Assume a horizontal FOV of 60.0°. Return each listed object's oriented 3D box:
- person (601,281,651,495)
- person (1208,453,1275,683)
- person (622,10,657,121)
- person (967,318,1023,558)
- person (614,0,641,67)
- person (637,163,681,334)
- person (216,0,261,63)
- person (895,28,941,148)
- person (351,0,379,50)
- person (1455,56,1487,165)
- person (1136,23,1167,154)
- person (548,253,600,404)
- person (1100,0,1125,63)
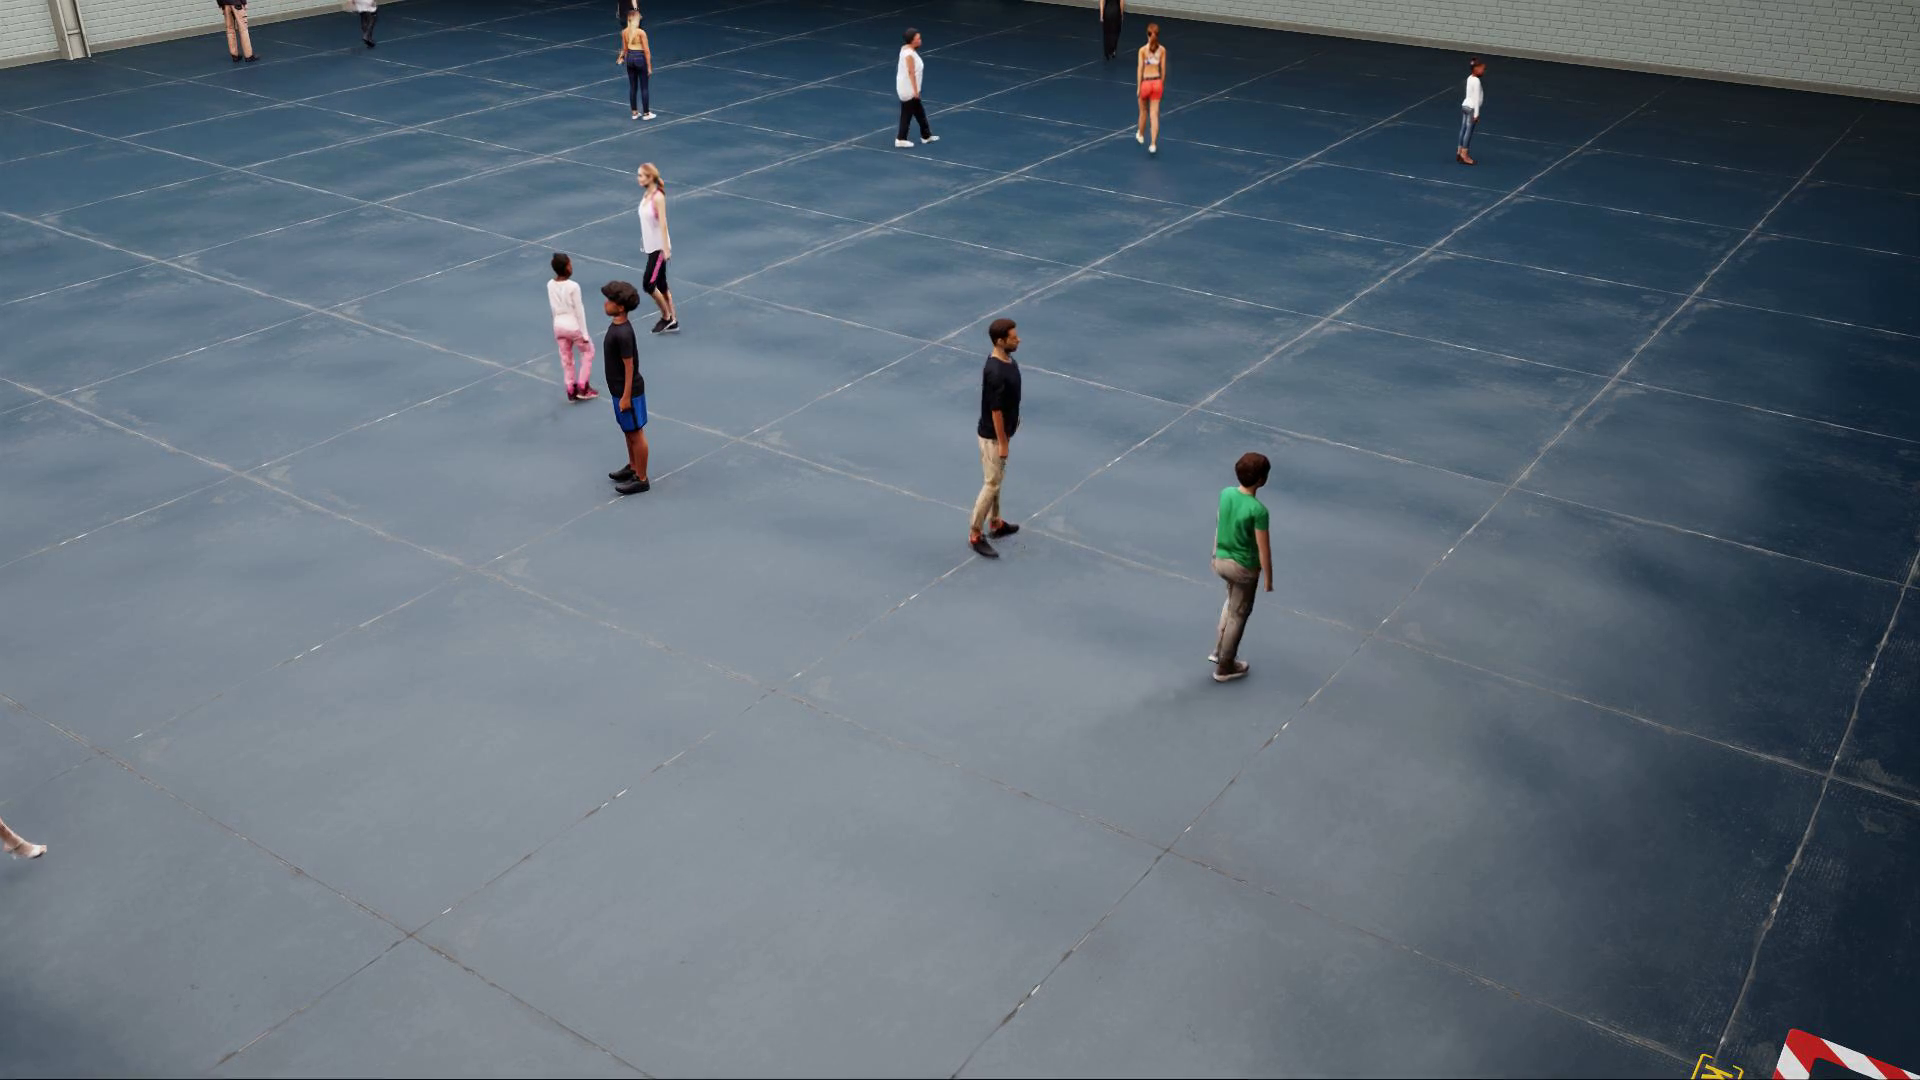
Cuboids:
[{"bbox_3d":[-2.730,-1.265,13.620,0.754,1.805,0.713,-10,29,-18],"label":"person"},{"bbox_3d":[1.771,0.203,10.950,0.704,1.638,0.688,-17,32,-29],"label":"person"},{"bbox_3d":[-4.950,-7.288,25.511,0.624,1.627,0.581,10,29,18],"label":"person"},{"bbox_3d":[0.267,-0.814,12.685,1.018,1.858,0.834,-3,27,-6],"label":"person"},{"bbox_3d":[-5.695,-9.159,29.071,0.991,1.694,0.860,-16,31,-28],"label":"person"},{"bbox_3d":[-2.995,-2.962,16.951,0.756,1.772,0.736,-13,30,-24],"label":"person"},{"bbox_3d":[-12.872,-9.466,29.416,0.796,1.925,0.785,3,27,6],"label":"person"},{"bbox_3d":[-0.782,-6.490,23.922,1.019,1.664,0.980,-2,27,-4],"label":"person"},{"bbox_3d":[-10.937,-9.865,30.333,0.792,1.795,0.834,5,28,9],"label":"person"},{"bbox_3d":[7.129,-6.007,23.204,0.661,1.462,0.579,-1,27,-2],"label":"person"},{"bbox_3d":[2.726,-6.355,23.574,1.076,1.742,1.181,-3,27,-5],"label":"person"},{"bbox_3d":[-3.629,-1.942,15.328,0.609,1.445,0.559,13,30,23],"label":"person"},{"bbox_3d":[2.671,-9.219,29.304,0.744,1.588,0.818,3,27,6],"label":"person"}]
